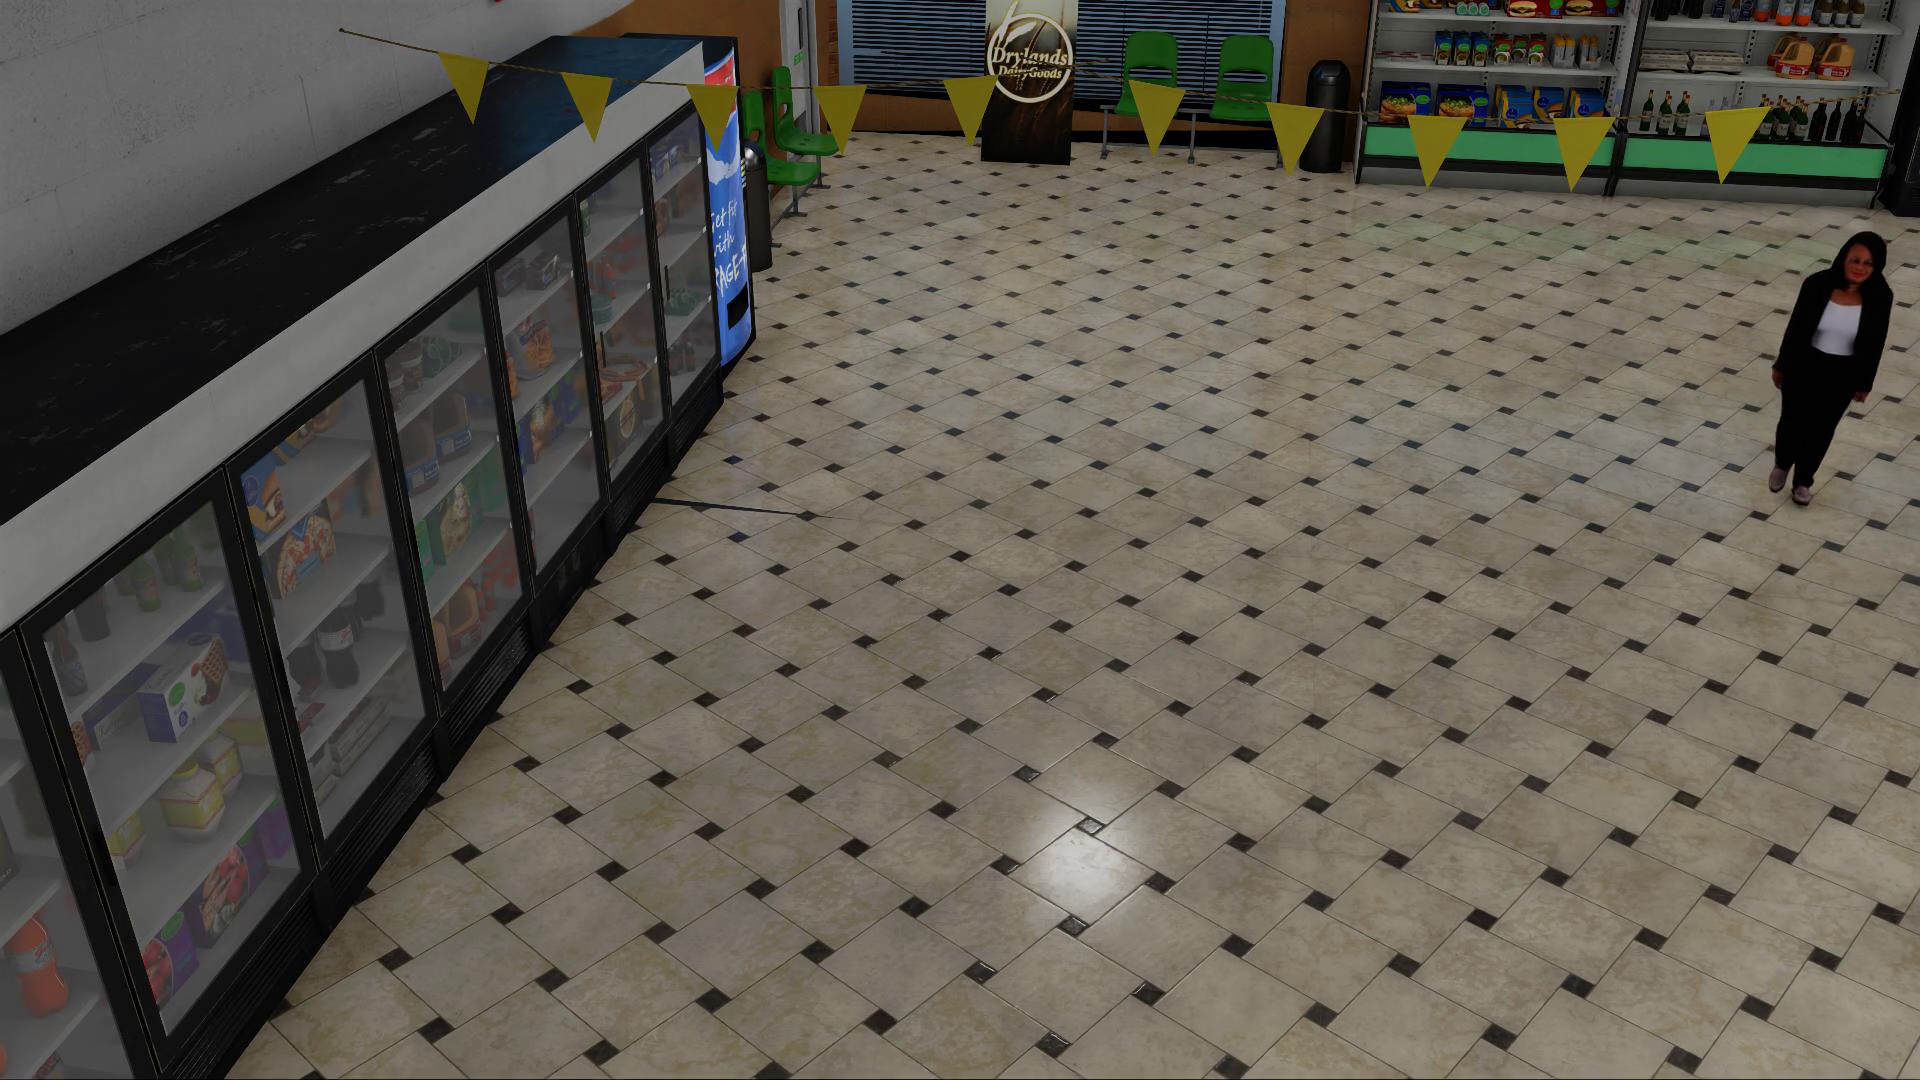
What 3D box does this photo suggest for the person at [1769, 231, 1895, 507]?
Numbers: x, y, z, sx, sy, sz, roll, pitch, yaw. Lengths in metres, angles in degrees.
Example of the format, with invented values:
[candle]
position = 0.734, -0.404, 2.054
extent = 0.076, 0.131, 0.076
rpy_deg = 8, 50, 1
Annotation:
[person]
position = 4.817, -0.968, 9.271
extent = 0.620, 1.602, 0.768
rpy_deg = 10, 30, 17
